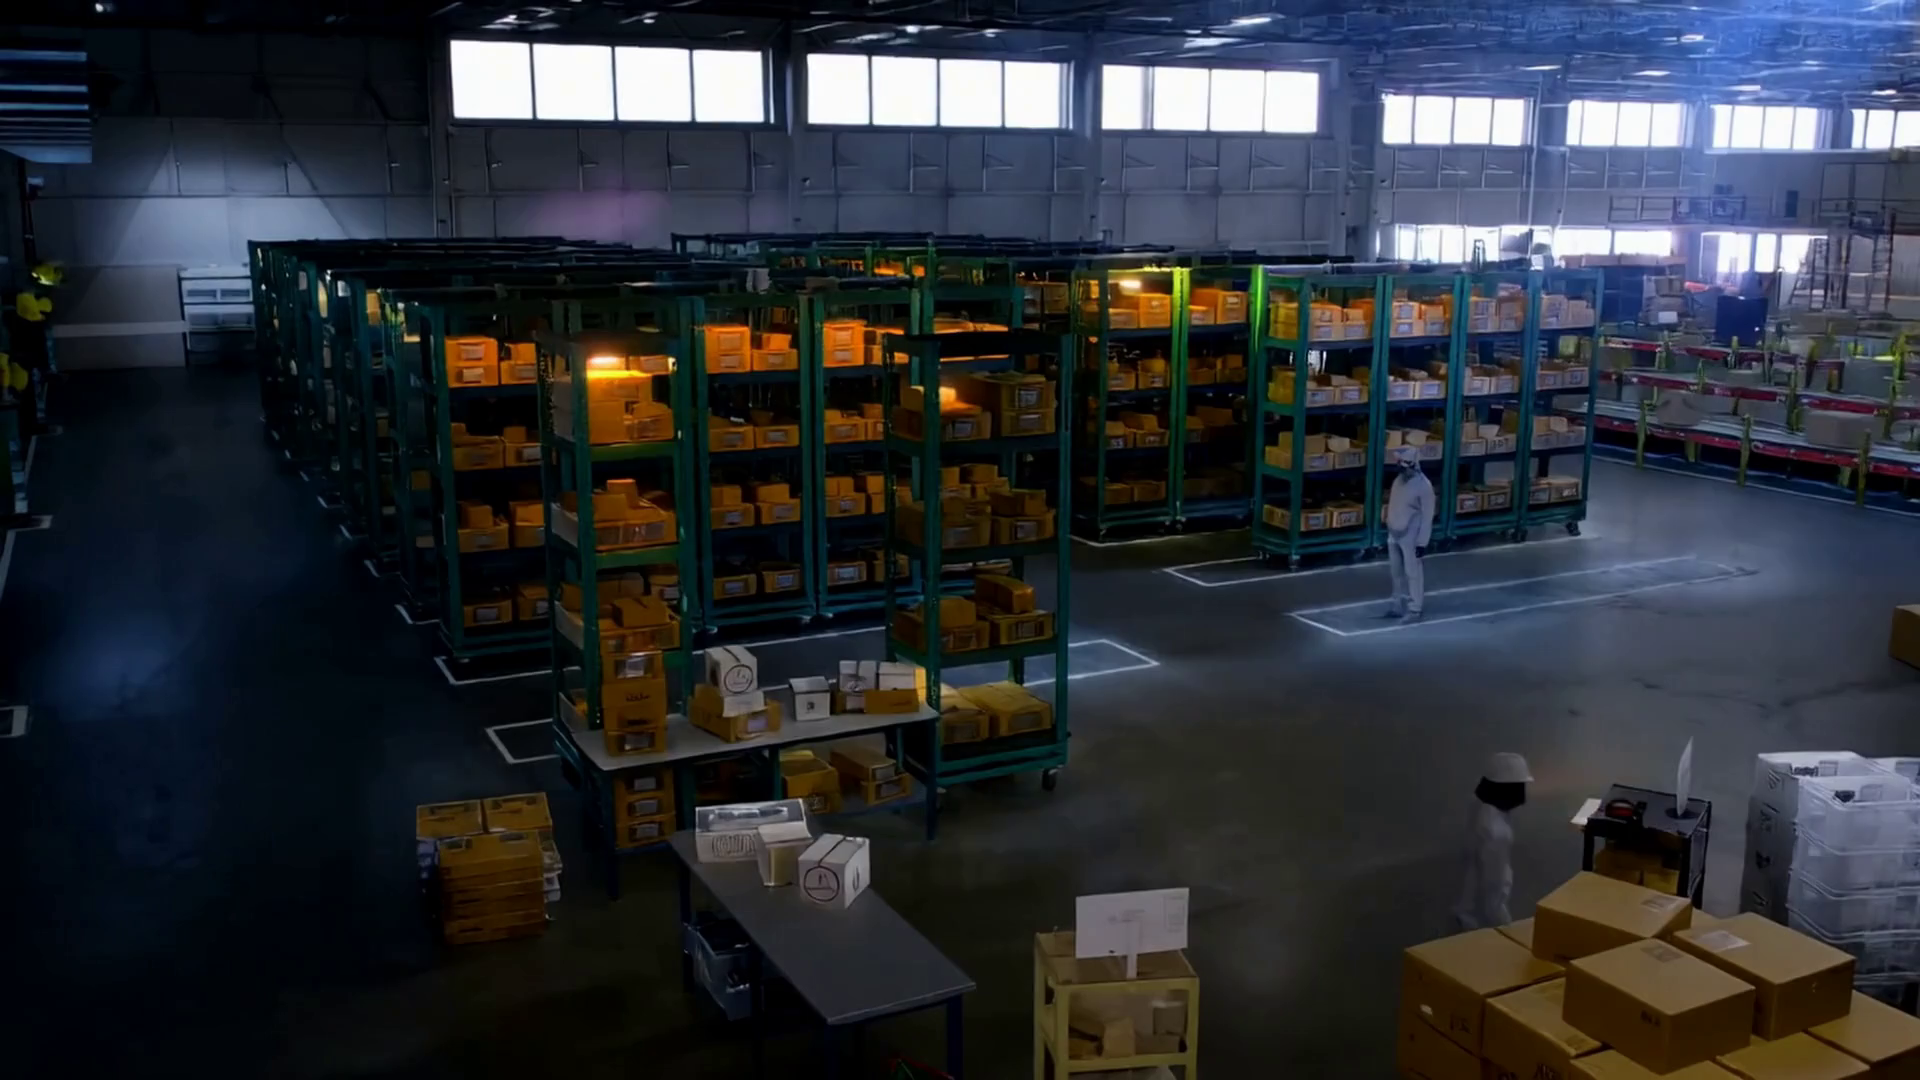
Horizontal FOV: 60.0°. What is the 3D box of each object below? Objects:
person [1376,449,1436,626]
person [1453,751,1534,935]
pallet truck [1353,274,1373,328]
[{"bbox_3d":[4.812,-0.036,17.967,0.406,1.911,0.639,-5,13,-22],"label":"person"},{"bbox_3d":[2.886,1.974,9.003,0.592,1.726,0.494,0,12,2],"label":"person"},{"bbox_3d":[13.011,-8.050,55.243,0.823,1.965,1.885,-7,14,-28],"label":"pallet truck"}]
